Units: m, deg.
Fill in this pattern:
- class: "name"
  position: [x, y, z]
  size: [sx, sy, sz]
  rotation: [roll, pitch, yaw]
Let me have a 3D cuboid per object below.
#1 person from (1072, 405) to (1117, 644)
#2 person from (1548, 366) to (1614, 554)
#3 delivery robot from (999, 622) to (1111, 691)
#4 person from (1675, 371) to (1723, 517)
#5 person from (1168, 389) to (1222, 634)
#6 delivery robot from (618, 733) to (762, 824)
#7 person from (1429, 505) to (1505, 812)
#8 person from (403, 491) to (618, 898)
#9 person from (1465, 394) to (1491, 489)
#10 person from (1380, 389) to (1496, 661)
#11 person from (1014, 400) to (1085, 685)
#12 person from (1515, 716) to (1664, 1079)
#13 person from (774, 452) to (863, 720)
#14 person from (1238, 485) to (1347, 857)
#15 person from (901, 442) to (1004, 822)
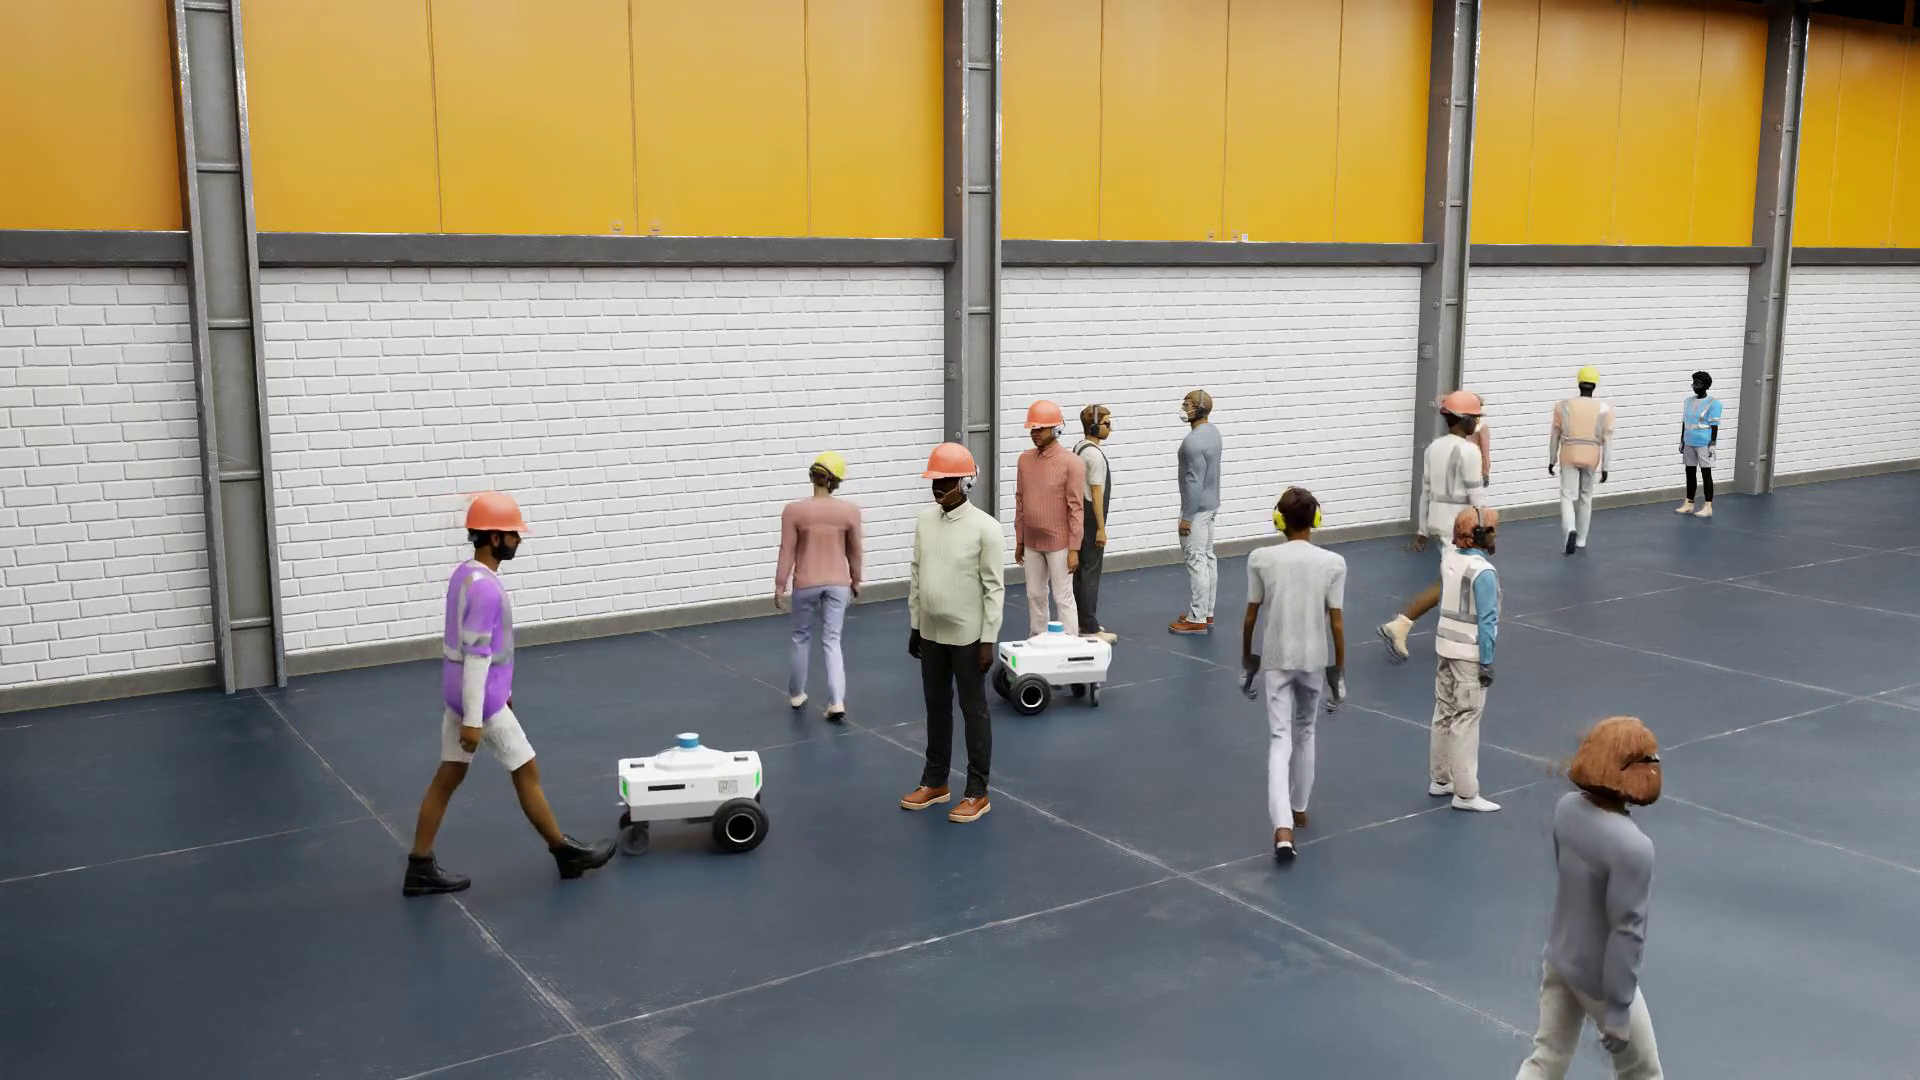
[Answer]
- class: "person"
  position: [1.019, -0.125, 12.846]
  size: [0.331, 1.844, 0.520]
  rotation: [-2, 10, -13]
- class: "person"
  position: [6.291, -0.816, 16.863]
  size: [0.591, 1.899, 0.810]
  rotation: [2, 10, 14]
- class: "delivery robot"
  position: [0.631, 0.783, 10.975]
  size: [0.707, 0.478, 0.477]
  rotation: [-2, 10, -14]
- class: "person"
  position: [8.564, -1.115, 19.279]
  size: [0.319, 1.691, 0.535]
  rotation: [-4, 10, -21]
- class: "person"
  position: [1.874, -0.226, 13.168]
  size: [0.359, 1.939, 0.635]
  rotation: [4, 10, 23]
- class: "delivery robot"
  position: [-1.361, 1.216, 8.367]
  size: [0.707, 0.478, 0.477]
  rotation: [-2, 10, -12]
- class: "person"
  position: [2.718, 0.626, 8.938]
  size: [0.315, 1.641, 0.514]
  rotation: [-2, 10, -9]
- class: "person"
  position: [-2.161, 0.712, 7.733]
  size: [0.995, 1.875, 0.556]
  rotation: [-5, 11, -28]
- class: "person"
  position: [5.125, -0.676, 16.888]
  size: [0.585, 1.617, 0.525]
  rotation: [-5, 11, -28]
- class: "person"
  position: [3.541, -0.101, 12.226]
  size: [0.912, 2.016, 0.606]
  rotation: [-2, 10, -10]
- class: "person"
  position: [0.602, 0.014, 11.595]
  size: [0.404, 1.987, 0.614]
  rotation: [-9, 13, -43]
- class: "person"
  position: [1.966, 1.303, 5.004]
  size: [0.780, 1.590, 0.521]
  rotation: [-1, 10, -7]
- class: "person"
  position: [-0.902, 0.299, 10.705]
  size: [0.587, 1.715, 0.730]
  rotation: [-2, 10, -11]
- class: "person"
  position: [1.667, 0.646, 8.322]
  size: [0.532, 1.824, 0.921]
  rotation: [1, 9, 6]
- class: "person"
  position: [-0.041, 0.478, 8.767]
  size: [0.608, 1.995, 0.376]
  rotation: [8, 12, 40]
